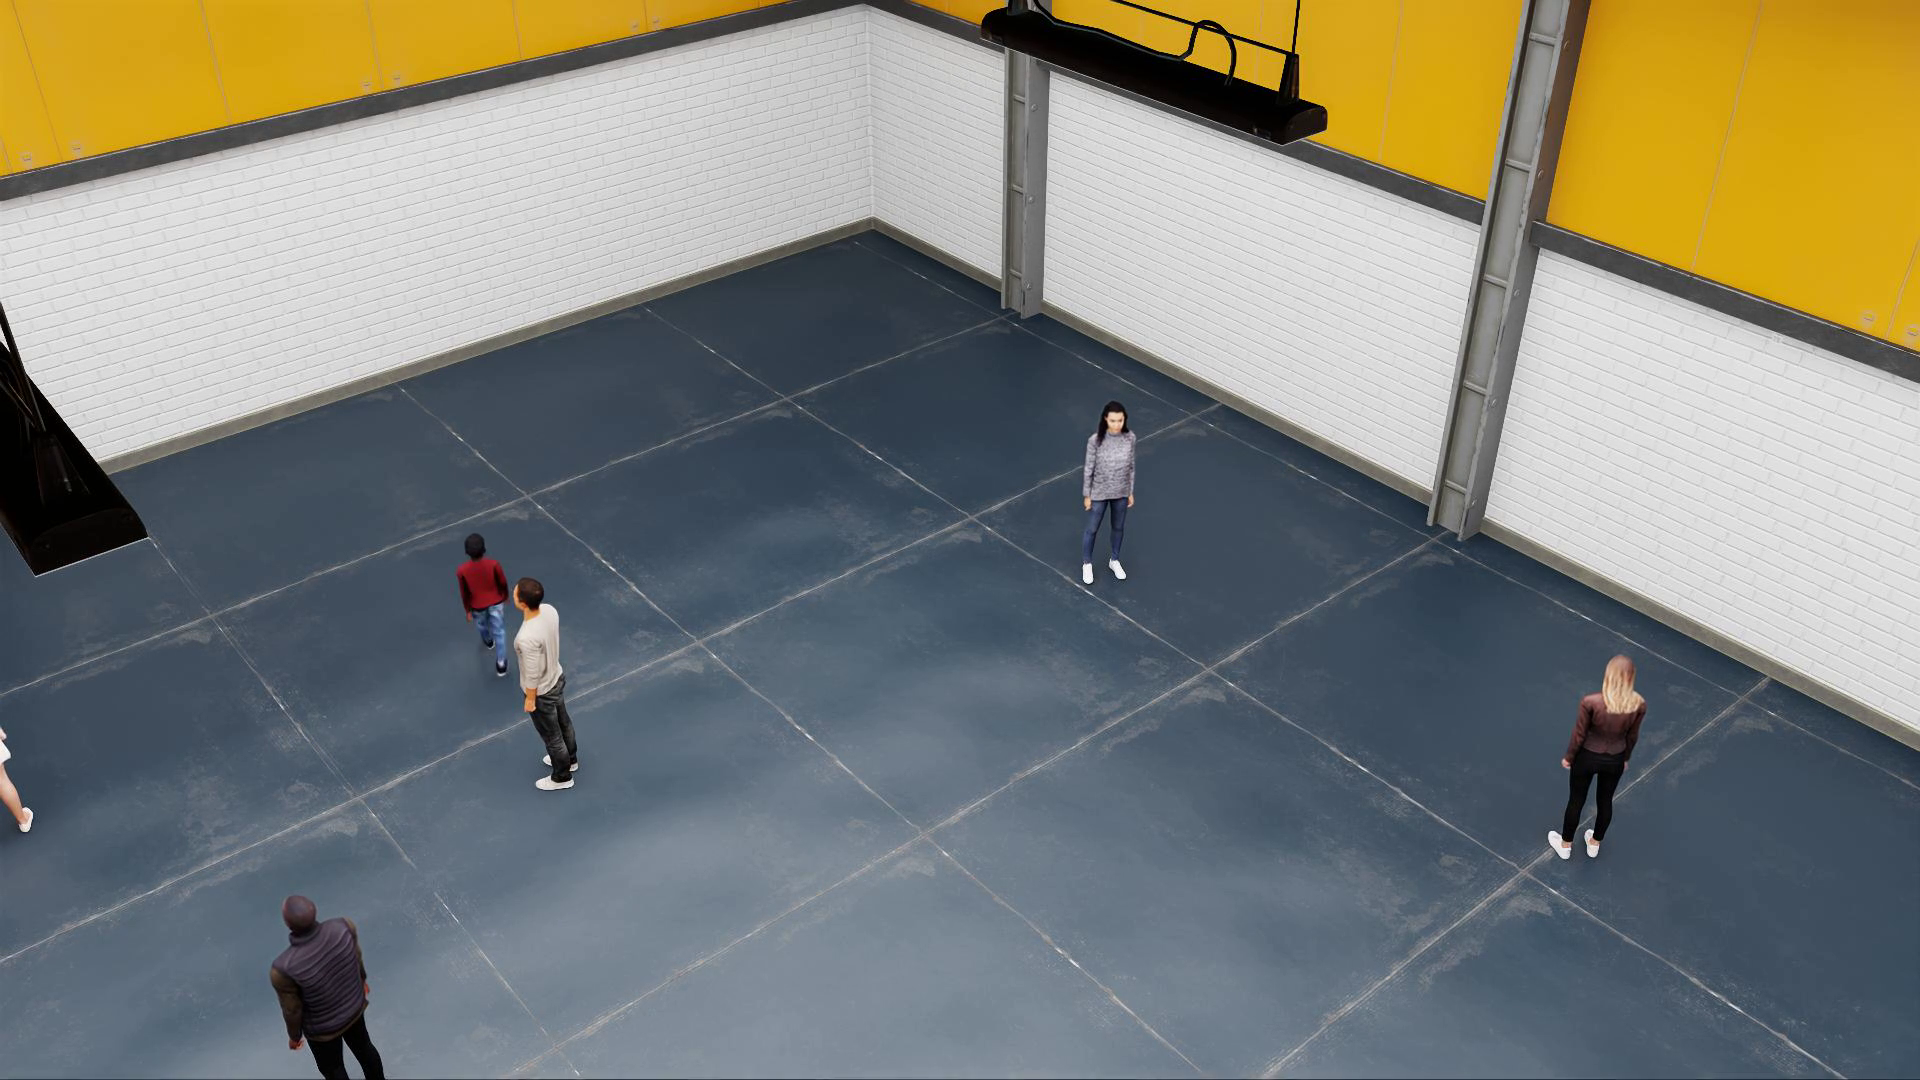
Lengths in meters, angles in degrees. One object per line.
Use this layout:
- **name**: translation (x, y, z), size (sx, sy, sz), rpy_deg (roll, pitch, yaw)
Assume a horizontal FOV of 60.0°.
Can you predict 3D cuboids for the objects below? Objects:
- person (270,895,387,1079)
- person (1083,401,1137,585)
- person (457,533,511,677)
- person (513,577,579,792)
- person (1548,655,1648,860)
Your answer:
- **person**: translation (-3.584, 2.696, 9.486), size (0.688, 1.836, 0.756), rpy_deg (20, 38, 27)
- **person**: translation (1.285, -0.427, 14.279), size (0.688, 1.731, 0.690), rpy_deg (-6, 34, -9)
- **person**: translation (-3.779, 0.530, 13.294), size (0.732, 1.229, 0.944), rpy_deg (-9, 35, -14)
- **person**: translation (-2.994, 1.027, 12.018), size (0.774, 1.812, 0.721), rpy_deg (4, 34, 5)
- **person**: translation (4.383, 1.501, 11.404), size (0.672, 1.704, 0.713), rpy_deg (0, 34, 1)
